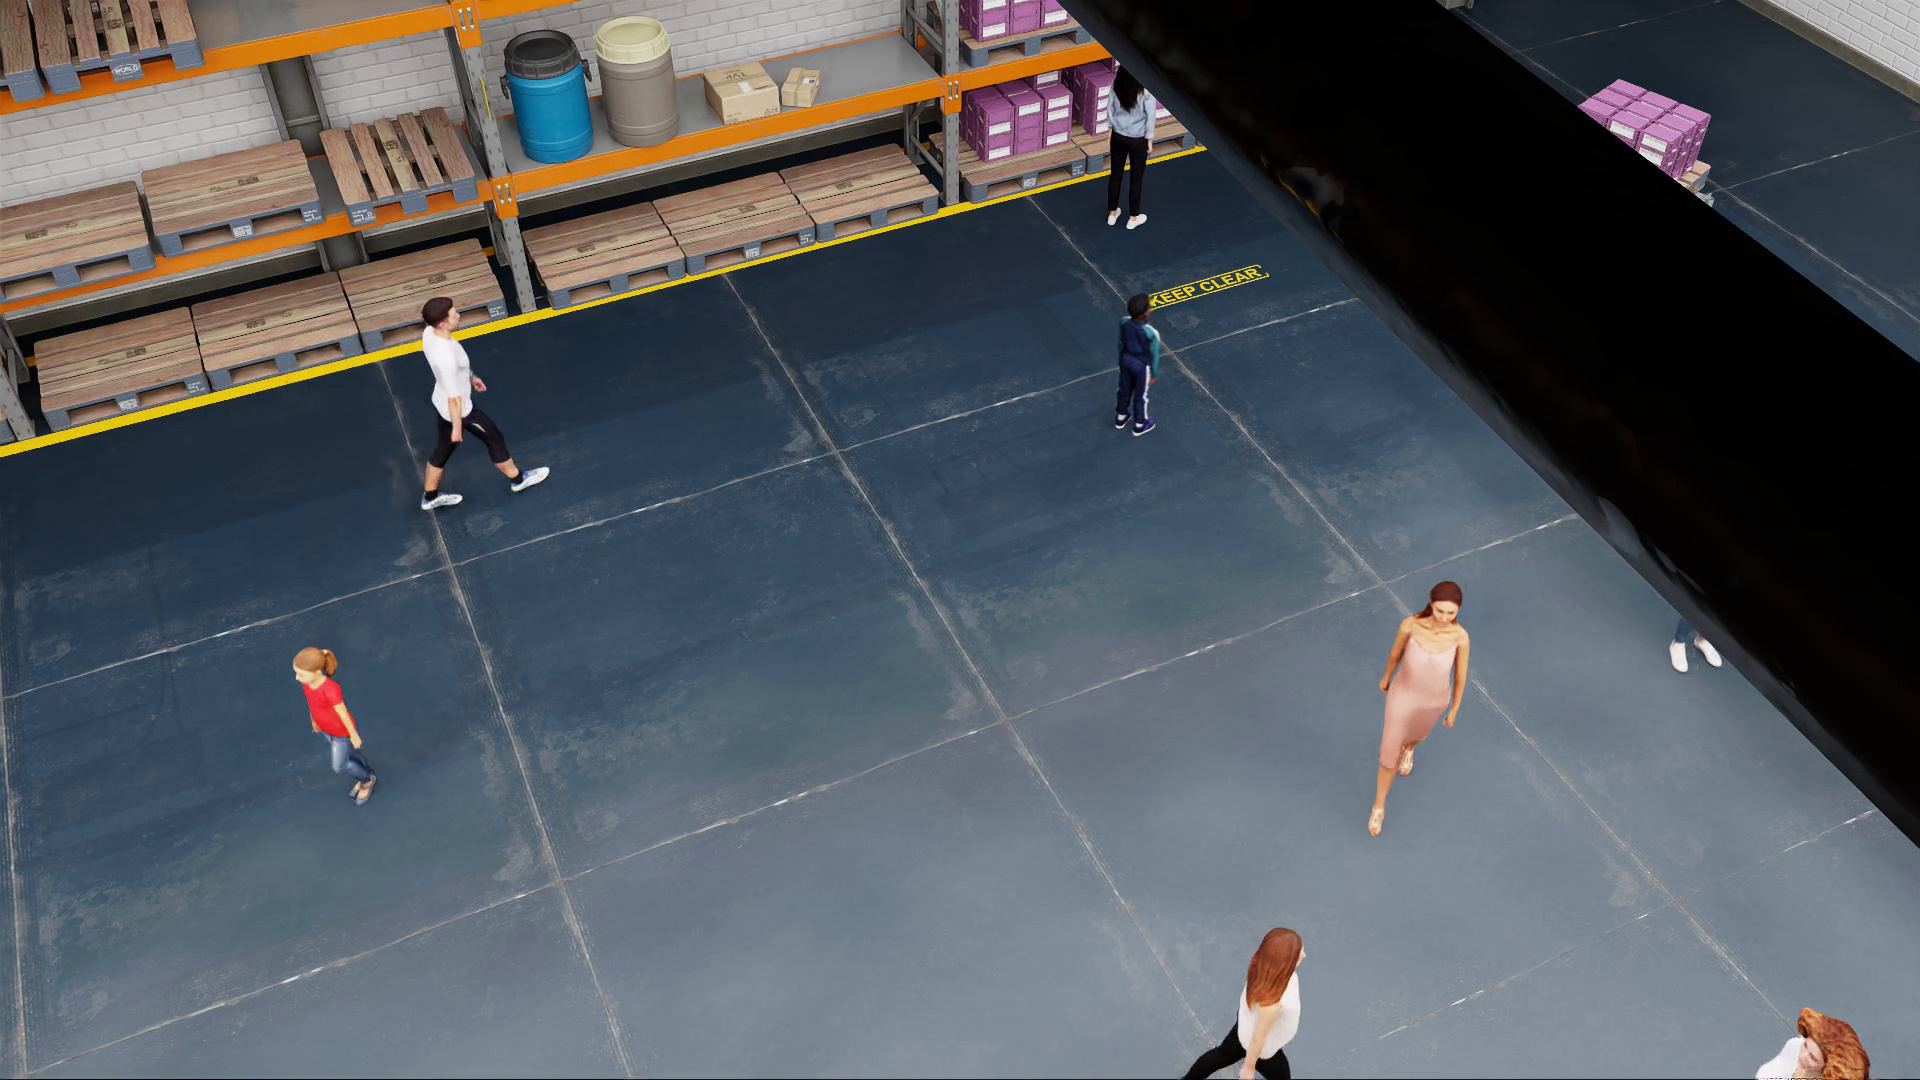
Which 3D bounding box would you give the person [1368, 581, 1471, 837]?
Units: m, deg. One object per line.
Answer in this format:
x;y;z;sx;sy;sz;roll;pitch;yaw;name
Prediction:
2.778;0.885;9.981;1.048;1.786;1.089;13;45;13;person

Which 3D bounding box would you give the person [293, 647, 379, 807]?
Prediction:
-3.740;1.089;10.116;0.592;1.303;0.629;27;50;25;person

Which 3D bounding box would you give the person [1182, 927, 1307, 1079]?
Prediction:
1.424;2.481;8.385;1.173;1.675;0.983;5;44;5;person

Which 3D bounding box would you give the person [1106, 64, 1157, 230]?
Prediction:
1.497;-3.554;14.695;0.689;1.710;0.726;20;47;19;person

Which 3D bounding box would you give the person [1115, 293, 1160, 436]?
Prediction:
1.345;-1.354;12.716;0.566;1.255;0.584;30;51;28;person

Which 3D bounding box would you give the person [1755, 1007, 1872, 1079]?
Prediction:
4.022;2.843;7.990;1.105;1.697;0.855;-4;44;-4;person

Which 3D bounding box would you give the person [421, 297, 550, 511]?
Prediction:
-3.689;-0.927;11.868;1.221;1.807;0.776;-24;49;-23;person
